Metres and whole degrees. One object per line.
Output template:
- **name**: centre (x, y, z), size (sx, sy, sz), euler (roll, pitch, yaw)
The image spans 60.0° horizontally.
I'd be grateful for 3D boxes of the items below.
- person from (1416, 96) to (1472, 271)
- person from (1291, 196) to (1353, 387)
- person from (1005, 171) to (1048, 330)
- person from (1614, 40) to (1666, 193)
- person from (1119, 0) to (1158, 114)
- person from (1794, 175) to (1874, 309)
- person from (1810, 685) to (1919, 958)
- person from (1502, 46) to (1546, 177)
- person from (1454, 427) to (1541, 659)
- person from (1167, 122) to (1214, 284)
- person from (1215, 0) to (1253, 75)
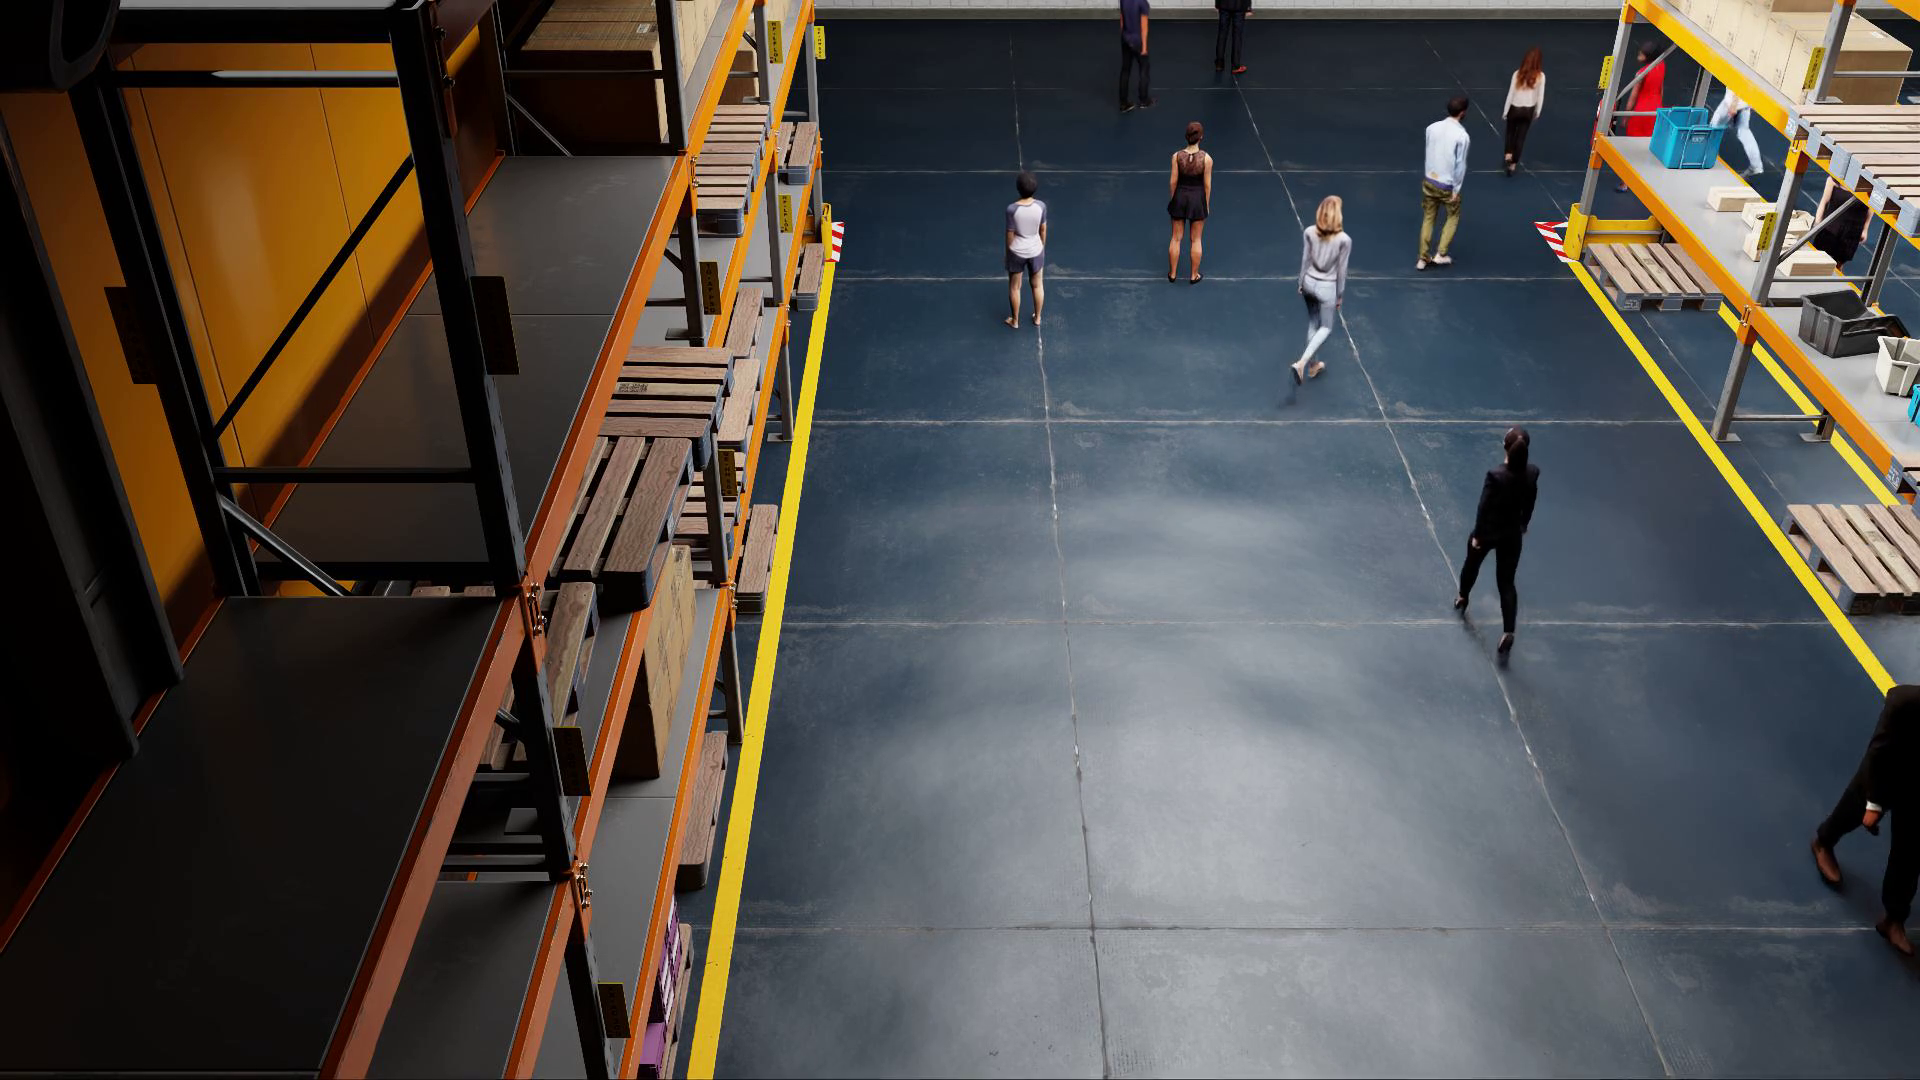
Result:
- **person**: centre (4.854, -3.599, 16.931), size (0.877, 1.791, 0.814), euler (-27, 42, -34)
- **person**: centre (3.179, -2.176, 14.804), size (0.938, 1.776, 1.071), euler (21, 39, 28)
- **person**: centre (0.627, -2.780, 15.902), size (0.616, 1.566, 0.600), euler (-9, 35, -13)
- **person**: centre (7.792, -4.795, 18.793), size (0.726, 1.722, 0.690), euler (-7, 34, -11)
- **person**: centre (2.134, -6.264, 20.955), size (0.957, 1.775, 0.897), euler (-28, 43, -35)
- **person**: centre (8.482, -2.976, 16.060), size (0.733, 1.718, 0.717), euler (11, 35, 16)
- **person**: centre (5.273, 1.323, 9.460), size (0.695, 1.865, 1.212), euler (1, 34, 1)
- **person**: centre (6.490, -4.921, 19.215), size (0.700, 1.465, 0.843), euler (10, 35, 14)
- **person**: centre (3.788, 0.032, 11.572), size (0.692, 1.676, 1.083), euler (-4, 34, -6)
- **person**: centre (2.297, -3.396, 16.730), size (0.635, 1.675, 0.634), euler (8, 34, 12)
- **person**: centre (3.663, -7.190, 22.325), size (0.775, 1.800, 0.780), euler (20, 38, 27)
